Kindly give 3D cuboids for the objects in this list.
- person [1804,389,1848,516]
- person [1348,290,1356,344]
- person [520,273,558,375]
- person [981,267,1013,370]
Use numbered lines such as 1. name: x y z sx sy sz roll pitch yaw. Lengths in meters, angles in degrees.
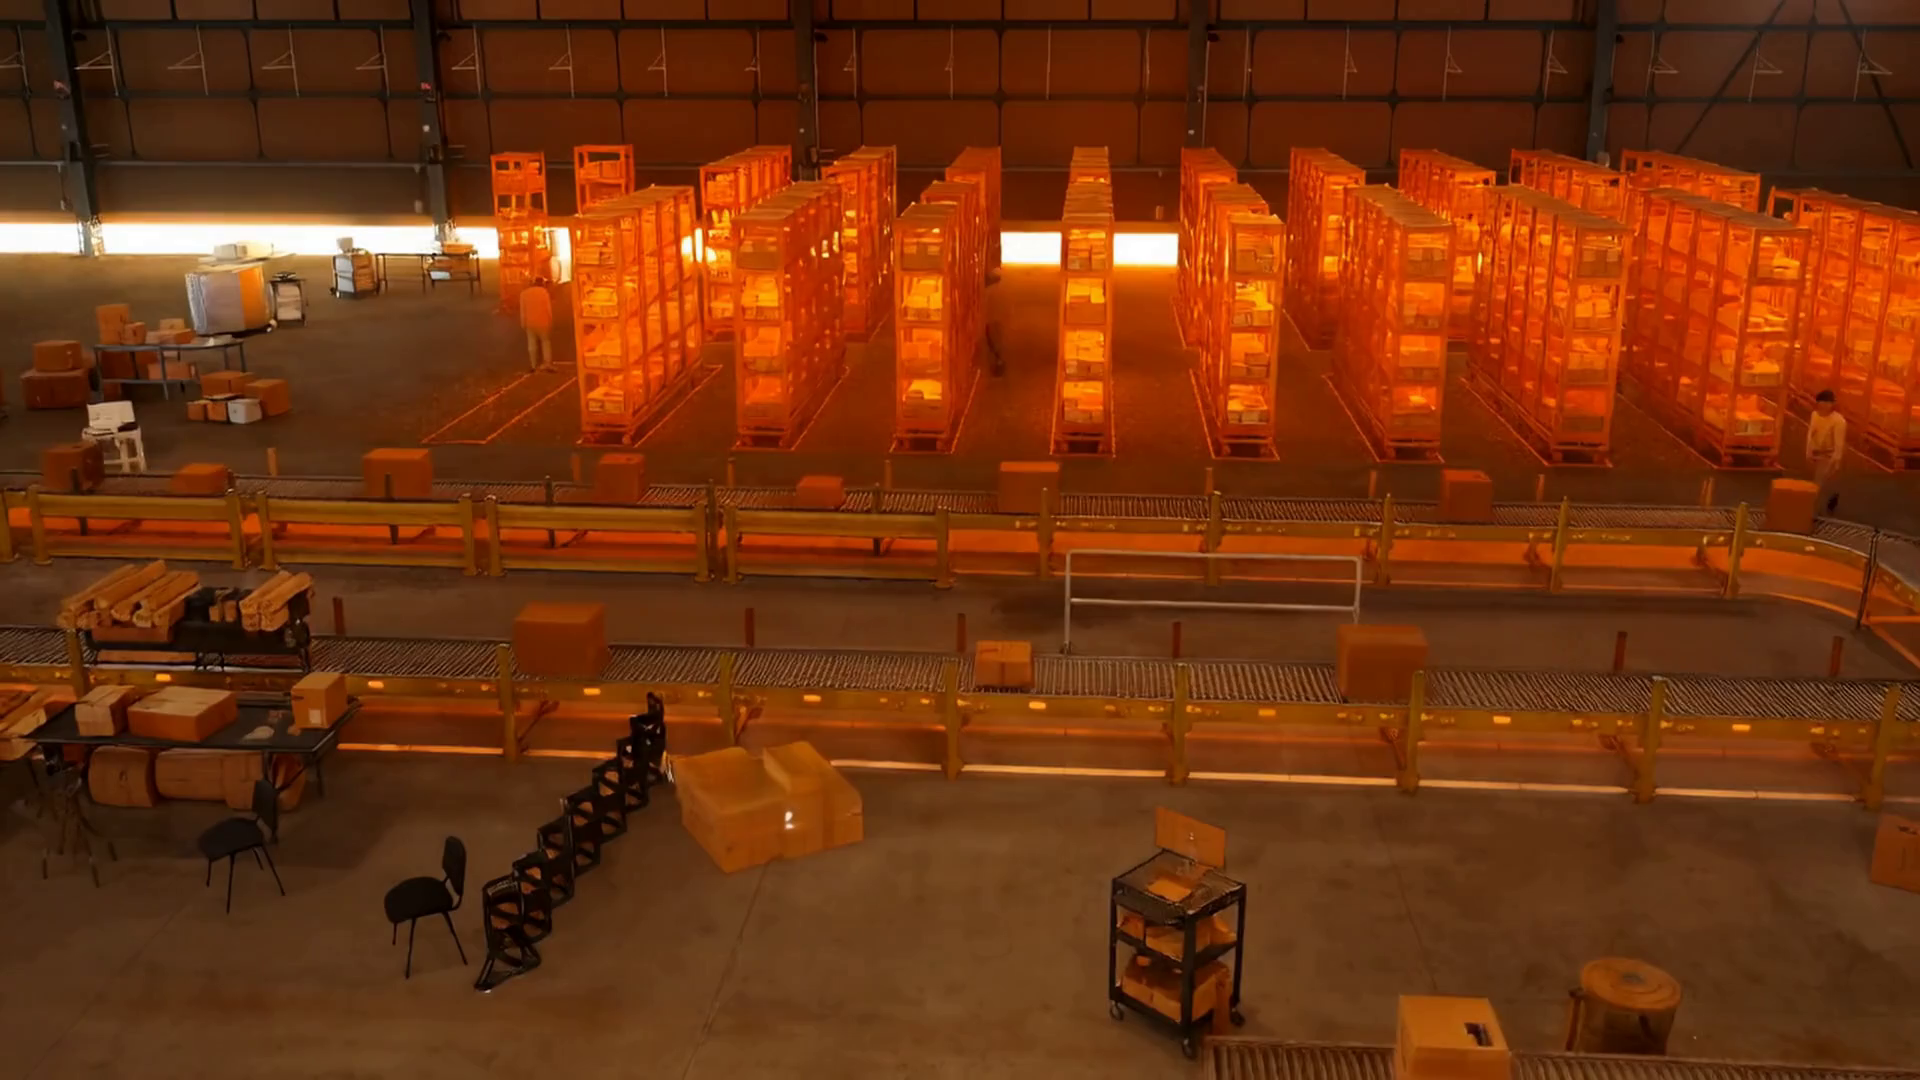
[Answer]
1. person: 11.579 -1.141 22.218 0.699 1.808 0.612 -5 18 -16
2. person: 7.616 -4.101 31.619 0.934 1.801 0.593 3 18 8
3. person: -7.923 -4.068 31.348 0.645 1.907 0.400 3 18 10
4. person: 0.721 -4.181 31.612 0.641 1.966 0.635 -4 18 -14
